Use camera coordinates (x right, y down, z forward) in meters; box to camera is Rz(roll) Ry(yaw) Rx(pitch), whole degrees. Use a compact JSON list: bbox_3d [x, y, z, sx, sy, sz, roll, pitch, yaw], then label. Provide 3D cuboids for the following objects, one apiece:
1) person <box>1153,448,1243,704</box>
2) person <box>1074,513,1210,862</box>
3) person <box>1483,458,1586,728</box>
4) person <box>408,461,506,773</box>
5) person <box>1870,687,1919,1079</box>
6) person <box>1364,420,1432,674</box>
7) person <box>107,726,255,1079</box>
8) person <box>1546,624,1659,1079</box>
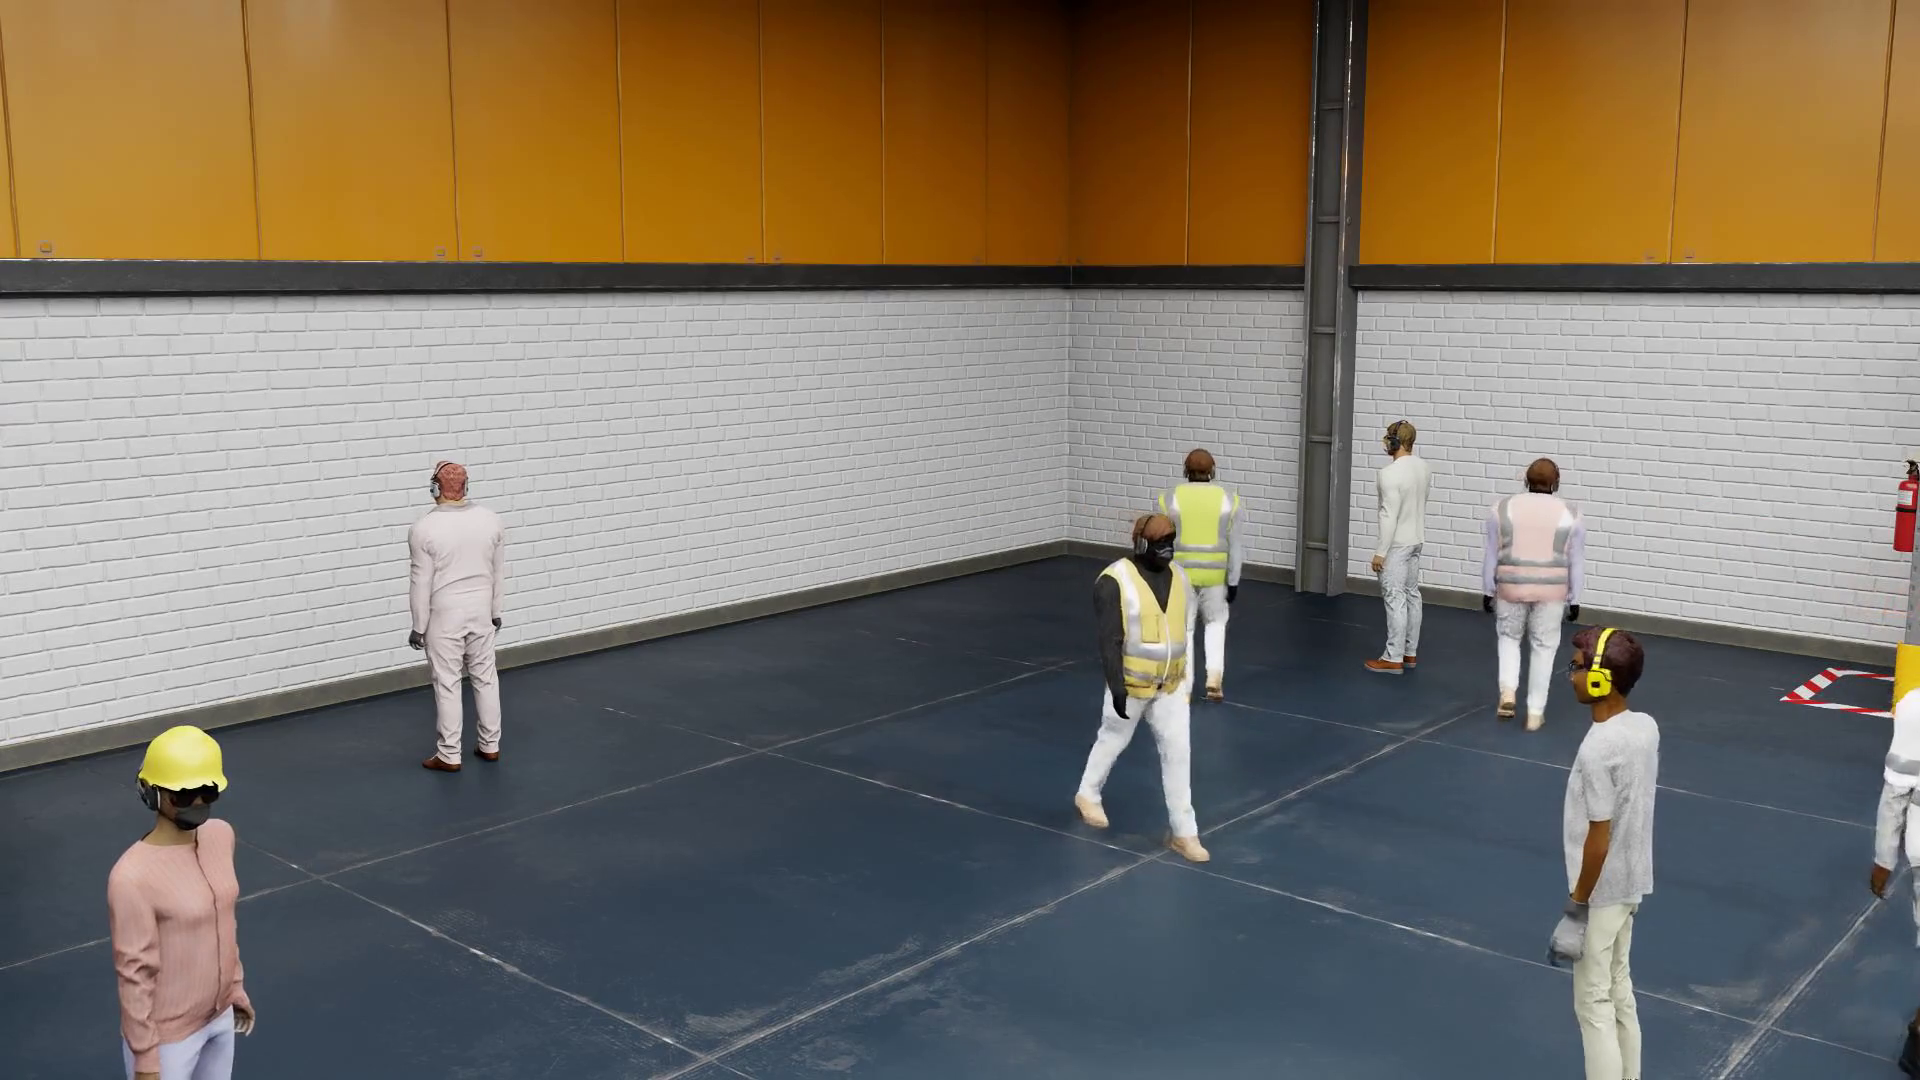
[{"bbox_3d":[1.661,0.263,11.741,0.631,1.831,0.445,1,9,3],"label":"person"},{"bbox_3d":[0.958,0.738,8.888,0.617,1.808,0.959,-5,10,-26],"label":"person"},{"bbox_3d":[3.841,0.357,11.136,0.655,1.825,0.446,4,10,23],"label":"person"},{"bbox_3d":[-3.099,0.466,10.212,0.409,1.908,0.639,8,12,41],"label":"person"},{"bbox_3d":[3.627,1.158,5.866,0.575,1.900,0.900,0,9,1],"label":"person"},{"bbox_3d":[3.345,0.053,12.707,0.373,1.940,0.628,8,12,41],"label":"person"},{"bbox_3d":[-2.222,1.396,4.820,0.329,1.765,0.526,1,9,8],"label":"person"},{"bbox_3d":[2.176,1.215,5.658,0.337,1.865,0.560,8,12,40],"label":"person"}]
